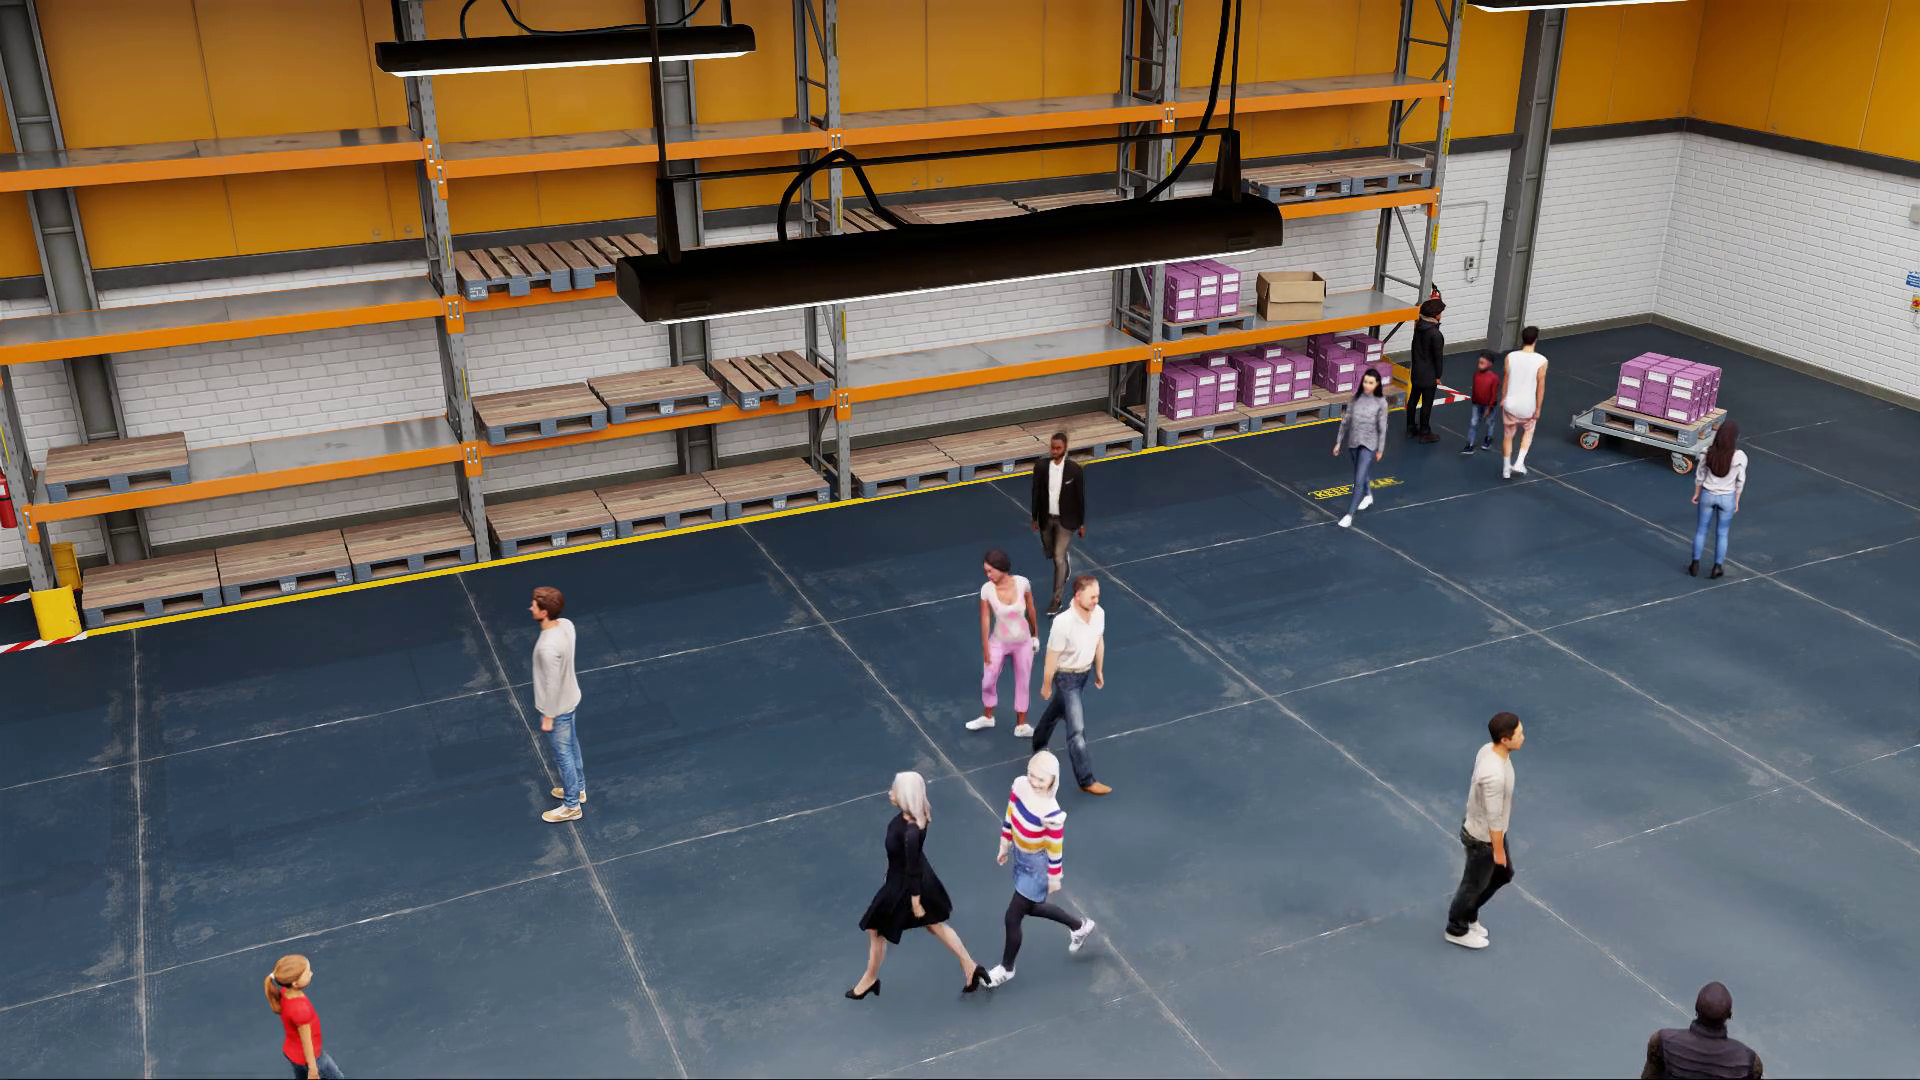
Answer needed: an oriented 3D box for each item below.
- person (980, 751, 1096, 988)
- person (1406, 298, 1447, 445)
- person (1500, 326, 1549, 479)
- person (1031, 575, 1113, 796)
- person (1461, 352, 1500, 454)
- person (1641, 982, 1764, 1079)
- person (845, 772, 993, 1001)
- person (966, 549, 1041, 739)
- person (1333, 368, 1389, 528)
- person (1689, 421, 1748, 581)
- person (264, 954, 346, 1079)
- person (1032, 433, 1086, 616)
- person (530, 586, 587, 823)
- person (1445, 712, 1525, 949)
[{"bbox_3d":[0.541,2.086,10.712,1.055,1.765,0.669,-10,25,-21],"label":"person"},{"bbox_3d":[5.650,-2.060,20.179,0.590,1.779,0.629,-12,26,-25],"label":"person"},{"bbox_3d":[6.372,-1.536,18.987,0.783,1.774,0.830,12,26,26],"label":"person"},{"bbox_3d":[0.798,1.052,13.036,1.220,1.799,0.961,-17,29,-34],"label":"person"},{"bbox_3d":[6.312,-1.638,19.918,0.735,1.215,0.944,19,30,36],"label":"person"},{"bbox_3d":[3.673,3.057,8.424,1.056,1.818,1.126,9,25,19],"label":"person"},{"bbox_3d":[-0.229,2.217,10.497,1.234,1.698,0.981,2,24,4],"label":"person"},{"bbox_3d":[0.456,0.851,13.592,0.666,1.721,0.917,-10,25,-21],"label":"person"},{"bbox_3d":[4.380,-1.032,17.946,0.962,1.684,1.251,18,30,36],"label":"person"},{"bbox_3d":[7.544,-0.400,16.568,0.673,1.630,0.693,13,27,27],"label":"person"},{"bbox_3d":[-3.764,2.918,9.387,0.588,1.301,0.540,-20,31,-38],"label":"person"},{"bbox_3d":[0.966,-0.205,15.947,1.118,1.769,1.186,8,25,18],"label":"person"},{"bbox_3d":[-3.017,1.218,12.523,0.735,1.905,0.741,0,24,1],"label":"person"},{"bbox_3d":[3.391,1.920,11.049,0.842,1.799,0.786,8,25,17],"label":"person"}]
